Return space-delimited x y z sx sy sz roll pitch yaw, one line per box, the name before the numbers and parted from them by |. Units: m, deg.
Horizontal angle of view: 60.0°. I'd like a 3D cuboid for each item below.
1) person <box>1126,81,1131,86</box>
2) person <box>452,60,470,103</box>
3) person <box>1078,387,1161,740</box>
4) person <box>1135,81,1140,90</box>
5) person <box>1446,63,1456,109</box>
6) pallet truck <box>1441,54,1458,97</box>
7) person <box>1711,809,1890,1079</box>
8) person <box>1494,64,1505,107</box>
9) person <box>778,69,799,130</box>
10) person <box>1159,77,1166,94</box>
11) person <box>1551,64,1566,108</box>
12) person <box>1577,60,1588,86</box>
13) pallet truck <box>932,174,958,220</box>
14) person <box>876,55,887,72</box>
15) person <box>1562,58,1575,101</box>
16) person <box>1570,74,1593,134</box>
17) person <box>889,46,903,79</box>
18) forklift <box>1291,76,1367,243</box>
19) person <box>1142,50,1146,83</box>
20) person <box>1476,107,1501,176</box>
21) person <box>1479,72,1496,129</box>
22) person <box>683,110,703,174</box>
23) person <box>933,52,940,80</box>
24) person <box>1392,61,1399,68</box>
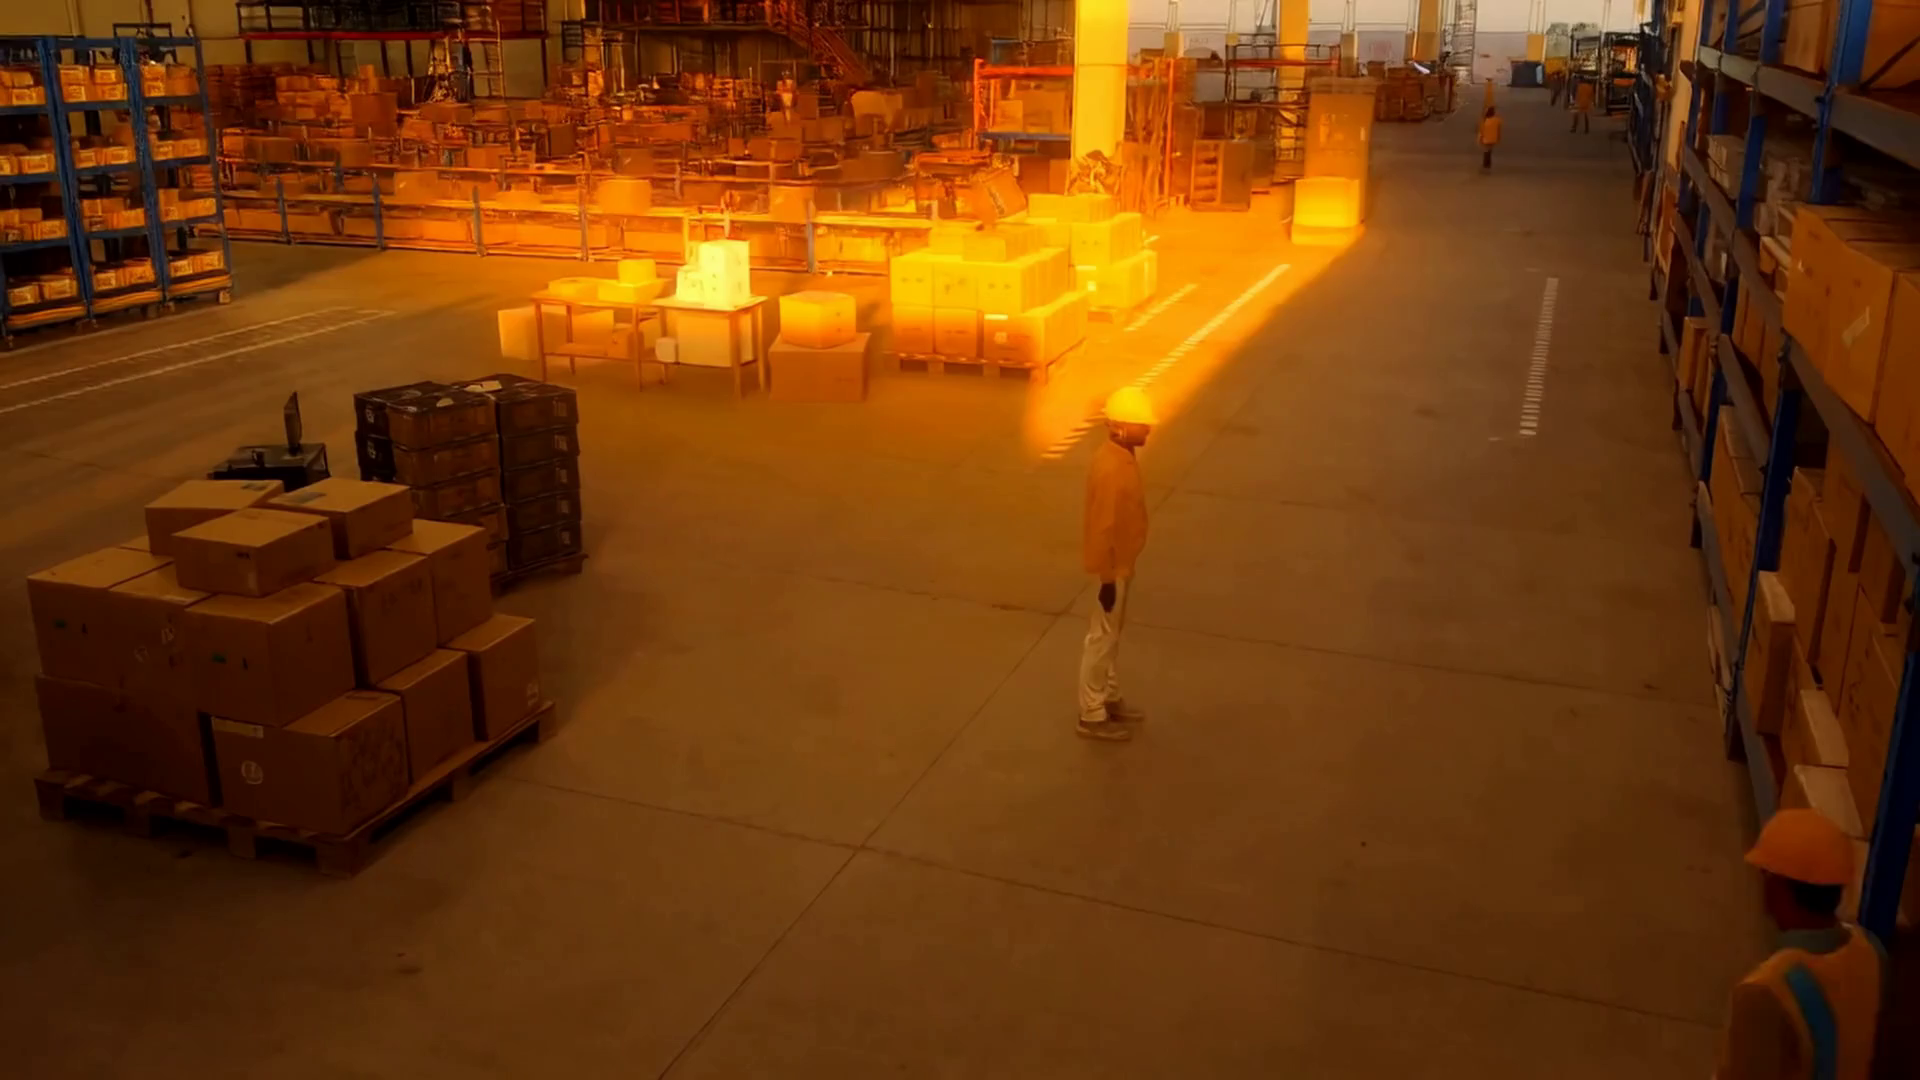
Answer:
person | 6.043 -16.120 60.240 0.376 1.997 0.612 -2 18 -6
person | -21.876 -19.959 72.535 0.780 1.858 0.584 5 18 16
person | 0.882 0.126 9.221 0.413 1.985 0.611 5 18 14
person | 8.777 -22.979 81.925 0.389 1.925 0.626 -11 21 -32
person | 20.324 -18.891 69.194 0.701 1.849 0.530 13 22 36
pallet truck | 22.765 -21.886 78.355 0.823 1.965 1.885 -4 18 -14
person | 2.261 1.676 4.540 0.689 1.888 1.017 -16 23 -40
person | 22.948 -19.303 70.653 0.321 1.742 0.492 8 19 24
person | -5.850 -15.098 57.016 0.638 1.991 1.010 -10 20 -28
person | 7.046 -15.360 58.283 0.700 1.722 0.605 3 18 10
person | 25.137 -19.055 69.801 0.552 1.781 0.994 -1 18 -3
person | 26.175 -19.193 70.005 0.363 1.930 0.587 9 20 26
pallet truck | -0.507 -5.292 27.348 0.653 1.274 1.630 6 19 19
person | -3.746 -22.283 79.776 0.545 1.883 0.969 -4 18 -12
person | 27.434 -20.668 74.723 0.876 1.870 0.628 -2 18 -7
person | 20.635 -14.433 55.038 0.800 1.939 0.620 -14 22 -37
person | -3.836 -28.588 99.574 0.766 1.904 0.596 7 19 20
forklift | 6.598 -6.755 29.381 1.129 2.768 1.873 6 19 19
person | 10.434 -26.728 93.749 0.631 1.889 1.012 -12 21 -33
person | 13.069 -9.856 41.119 0.547 1.648 0.867 -3 18 -8
person | 18.003 -14.911 56.563 0.551 1.922 0.515 -15 23 -39
person | -6.236 -9.359 39.407 0.826 1.729 0.552 -3 18 -10
person | -1.284 -25.573 90.239 0.434 1.828 0.637 15 23 39
person | 20.618 -21.927 79.043 0.886 1.641 0.551 -8 19 -24
